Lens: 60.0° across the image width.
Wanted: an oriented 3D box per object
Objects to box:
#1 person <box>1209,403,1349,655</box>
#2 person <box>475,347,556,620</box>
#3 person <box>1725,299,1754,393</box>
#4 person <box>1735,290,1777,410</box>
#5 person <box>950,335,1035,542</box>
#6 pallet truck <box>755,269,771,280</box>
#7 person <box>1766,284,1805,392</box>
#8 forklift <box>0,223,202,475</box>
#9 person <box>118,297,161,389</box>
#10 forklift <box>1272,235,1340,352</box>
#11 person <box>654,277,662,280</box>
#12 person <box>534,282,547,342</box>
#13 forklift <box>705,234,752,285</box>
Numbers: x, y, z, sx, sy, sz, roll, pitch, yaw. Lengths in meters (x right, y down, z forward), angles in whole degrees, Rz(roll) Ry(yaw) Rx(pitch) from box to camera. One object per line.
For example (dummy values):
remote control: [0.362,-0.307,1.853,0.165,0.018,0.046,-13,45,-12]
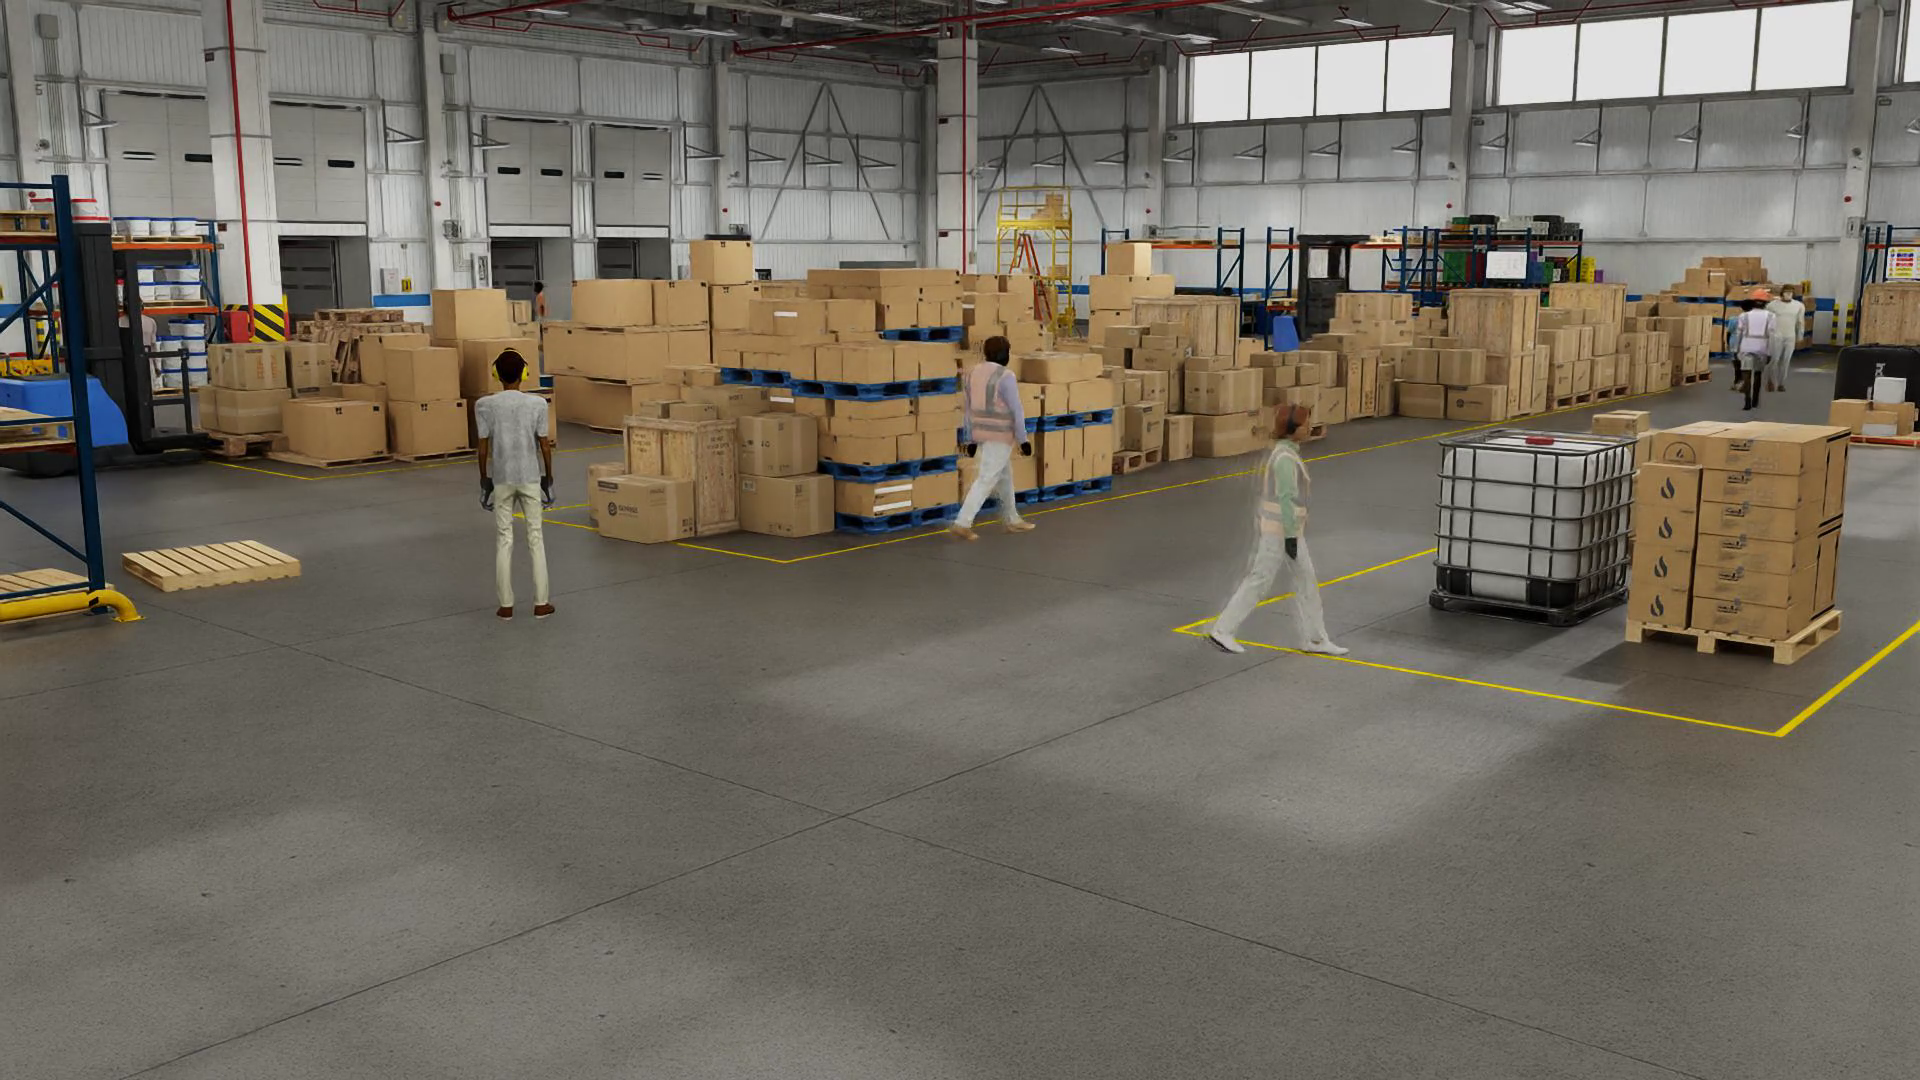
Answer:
person: [1.984,-0.061,10.389,0.854,1.599,0.535,3,10,16]
person: [-3.048,-0.382,11.430,0.514,1.876,0.328,-2,10,-11]
person: [13.874,-3.443,29.463,0.528,1.660,0.826,2,10,9]
person: [12.616,-3.009,26.400,0.551,1.888,0.997,4,11,24]
person: [0.271,-0.888,14.549,0.957,1.801,0.634,-5,11,-28]
pallet truck: [-4.996,-6.432,45.525,1.885,1.965,0.823,-6,12,-32]
person: [14.573,-3.557,29.403,0.640,1.918,0.599,2,10,12]
forklift: [-10.007,-2.234,19.112,1.129,2.768,1.873,8,13,40]
person: [-11.040,-2.325,22.332,0.372,1.931,0.629,6,12,33]
forklift: [7.583,-5.083,35.333,1.129,2.768,1.873,-4,11,-23]
person: [-6.514,-4.724,36.012,0.637,1.929,0.368,-5,11,-24]
person: [-10.824,-5.810,42.877,0.380,1.685,0.535,-2,10,-14]
forklift: [-4.857,-5.045,35.116,1.129,2.768,1.873,-4,11,-22]
